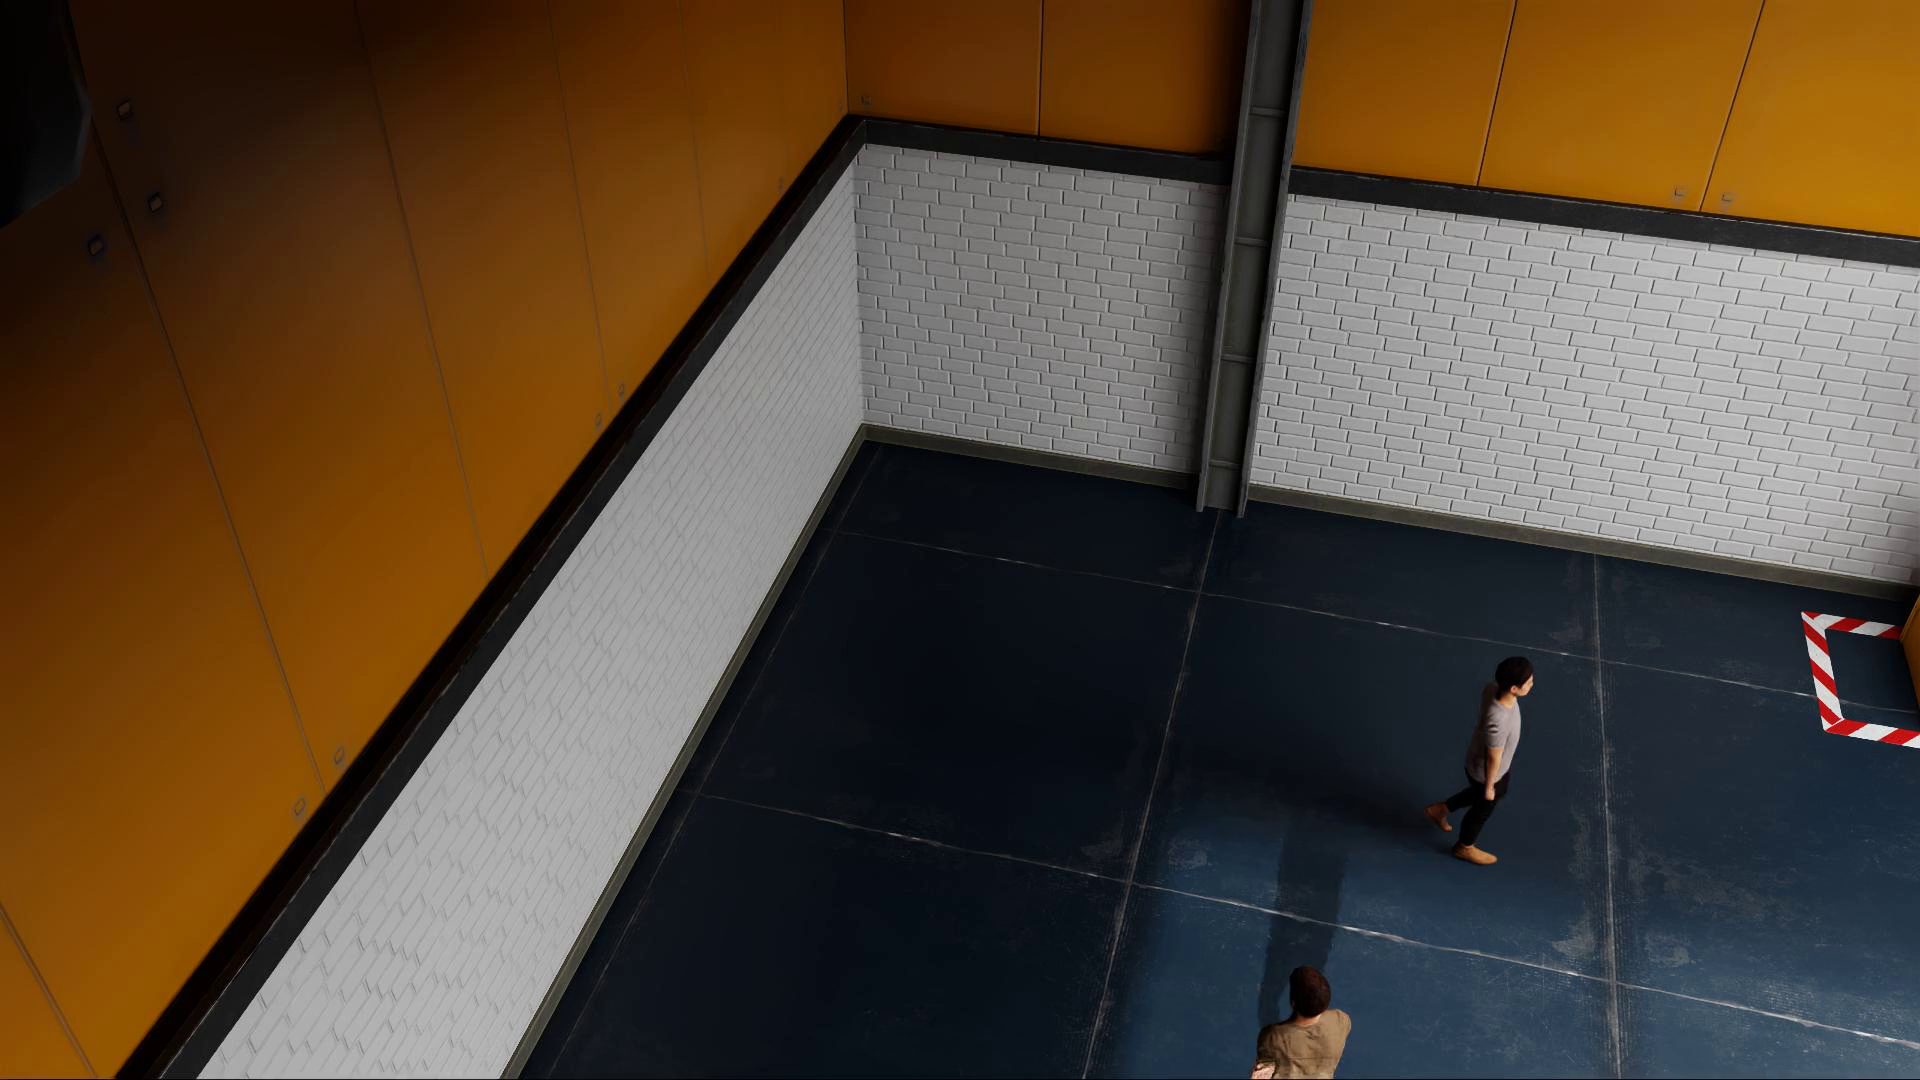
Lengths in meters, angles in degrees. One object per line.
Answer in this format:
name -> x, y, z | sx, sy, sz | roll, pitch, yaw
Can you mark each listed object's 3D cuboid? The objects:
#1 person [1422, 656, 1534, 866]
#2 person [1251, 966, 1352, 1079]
person -> 3.233, 1.381, 10.437 | 0.758, 1.708, 0.625 | 12, 40, 15
person -> 1.725, 2.887, 8.445 | 0.884, 1.841, 0.919 | -9, 39, -11
